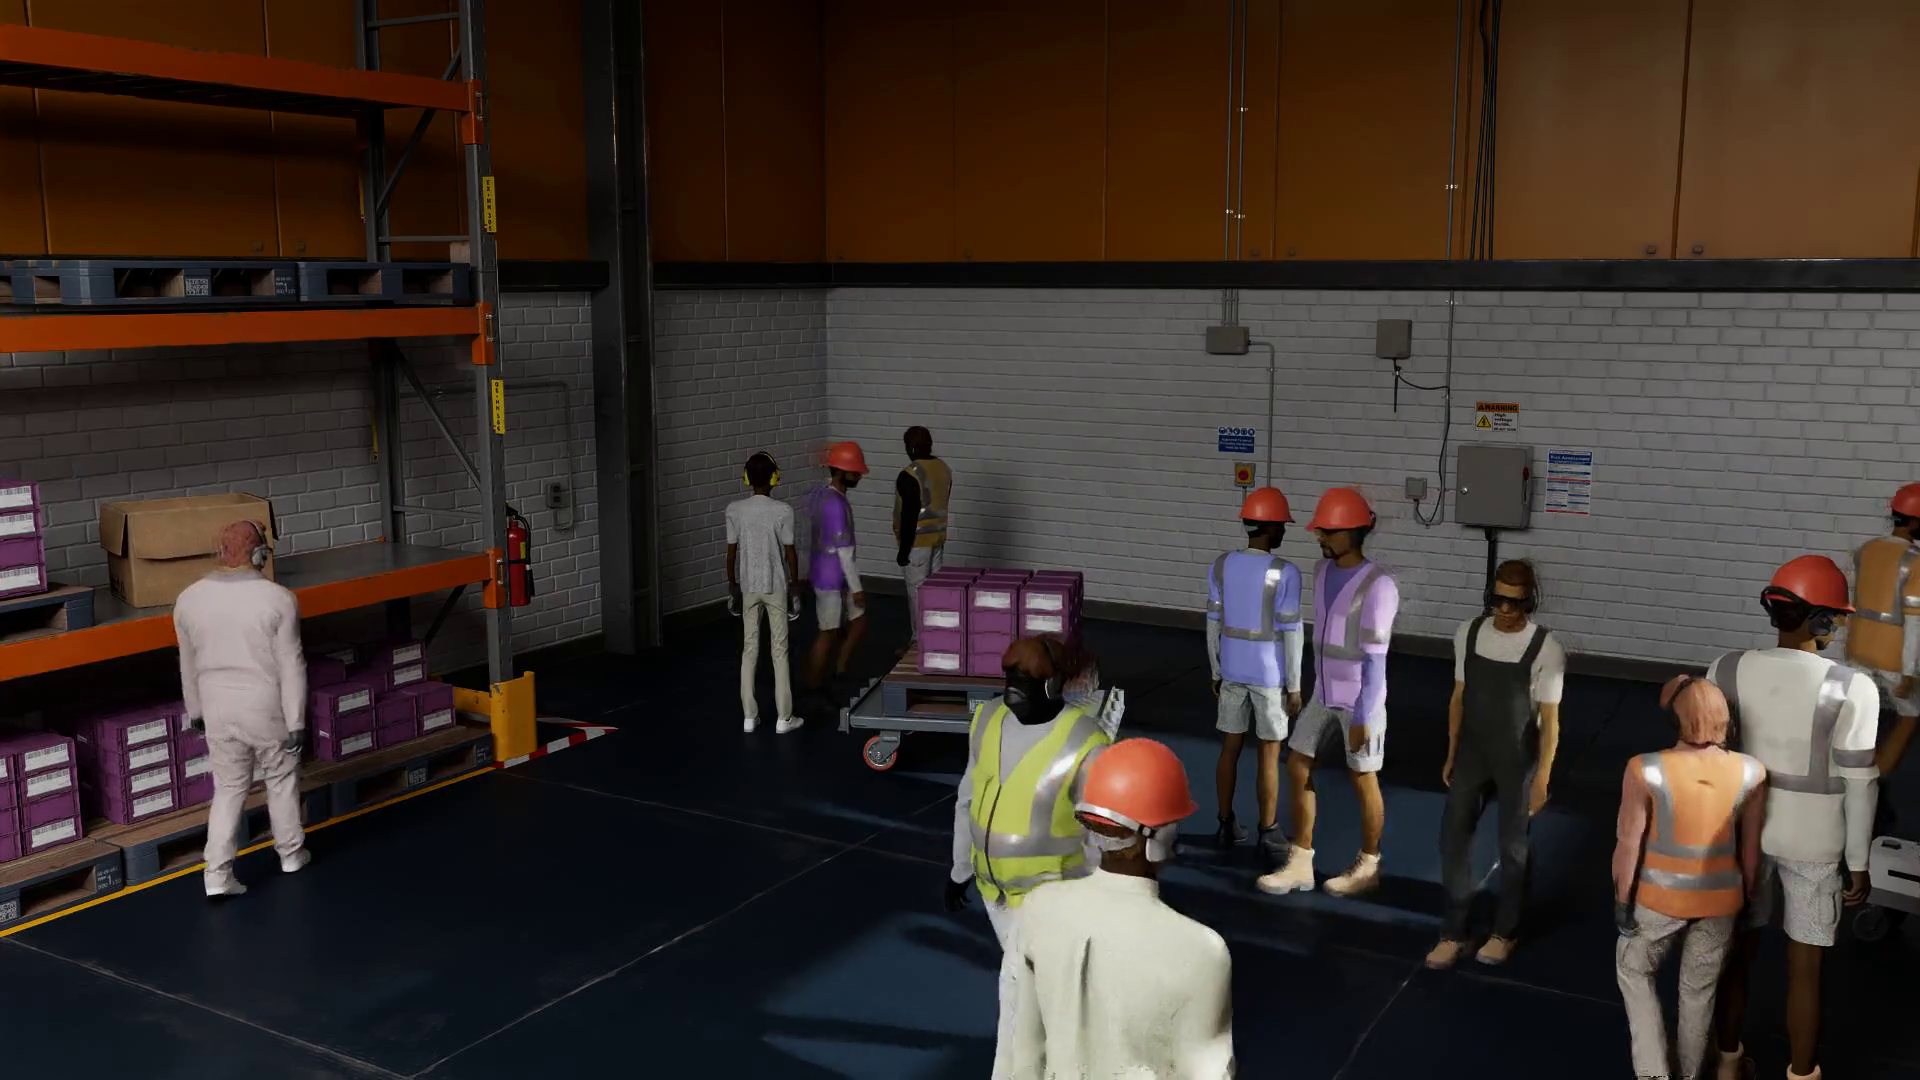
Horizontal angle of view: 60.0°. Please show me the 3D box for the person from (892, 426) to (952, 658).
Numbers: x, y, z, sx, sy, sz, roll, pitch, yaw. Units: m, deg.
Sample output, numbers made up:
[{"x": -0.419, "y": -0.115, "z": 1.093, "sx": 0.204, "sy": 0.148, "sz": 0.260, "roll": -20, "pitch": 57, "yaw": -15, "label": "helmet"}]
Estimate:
[{"x": -0.317, "y": 0.017, "z": 13.141, "sx": 0.429, "sy": 1.839, "sz": 0.633, "roll": 5, "pitch": 10, "yaw": 29, "label": "person"}]

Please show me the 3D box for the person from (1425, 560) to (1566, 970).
[{"x": 2.277, "y": 0.985, "z": 7.157, "sx": 0.530, "sy": 1.819, "sz": 0.680, "roll": 8, "pitch": 12, "yaw": 42, "label": "person"}]

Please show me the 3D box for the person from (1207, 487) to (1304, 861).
[{"x": 1.551, "y": 0.686, "z": 8.665, "sx": 0.549, "sy": 1.933, "sz": 0.373, "roll": 8, "pitch": 12, "yaw": 42, "label": "person"}]

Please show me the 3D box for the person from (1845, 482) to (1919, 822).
[{"x": 5.095, "y": 0.627, "z": 9.128, "sx": 0.420, "sy": 1.909, "sz": 0.573, "roll": -4, "pitch": 10, "yaw": -24, "label": "person"}]

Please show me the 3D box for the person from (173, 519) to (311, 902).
[{"x": -3.455, "y": 0.817, "z": 8.140, "sx": 0.682, "sy": 1.854, "sz": 0.802, "roll": 1, "pitch": 9, "yaw": 4, "label": "person"}]

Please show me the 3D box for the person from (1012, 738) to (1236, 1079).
[{"x": 0.338, "y": 1.437, "z": 3.842, "sx": 0.722, "sy": 1.972, "sz": 0.623, "roll": -8, "pitch": 12, "yaw": -42, "label": "person"}]

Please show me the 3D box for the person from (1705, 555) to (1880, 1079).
[{"x": 2.976, "y": 1.065, "z": 5.988, "sx": 0.394, "sy": 2.037, "sz": 0.605, "roll": -8, "pitch": 12, "yaw": -40, "label": "person"}]

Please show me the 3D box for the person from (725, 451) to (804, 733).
[{"x": -1.291, "y": 0.346, "z": 10.984, "sx": 0.517, "sy": 1.875, "sz": 0.328, "roll": 2, "pitch": 9, "yaw": 11, "label": "person"}]

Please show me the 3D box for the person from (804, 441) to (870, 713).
[{"x": -0.825, "y": 0.265, "z": 11.407, "sx": 0.597, "sy": 1.900, "sz": 0.555, "roll": 0, "pitch": 9, "yaw": -2, "label": "person"}]

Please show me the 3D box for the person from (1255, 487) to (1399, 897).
[{"x": 1.743, "y": 0.758, "z": 7.949, "sx": 0.792, "sy": 2.016, "sz": 0.641, "roll": -4, "pitch": 10, "yaw": -23, "label": "person"}]

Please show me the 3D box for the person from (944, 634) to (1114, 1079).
[{"x": 0.299, "y": 1.197, "z": 5.902, "sx": 0.922, "sy": 1.812, "sz": 0.618, "roll": -8, "pitch": 12, "yaw": -41, "label": "person"}]

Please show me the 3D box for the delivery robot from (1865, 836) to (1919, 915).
[{"x": 4.431, "y": 1.526, "z": 7.429, "sx": 0.477, "sy": 0.478, "sz": 0.707, "roll": -8, "pitch": 12, "yaw": -43, "label": "delivery robot"}]

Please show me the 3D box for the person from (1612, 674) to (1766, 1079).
[{"x": 2.571, "y": 1.286, "z": 5.885, "sx": 0.529, "sy": 1.628, "sz": 0.425, "roll": 1, "pitch": 9, "yaw": 4, "label": "person"}]
